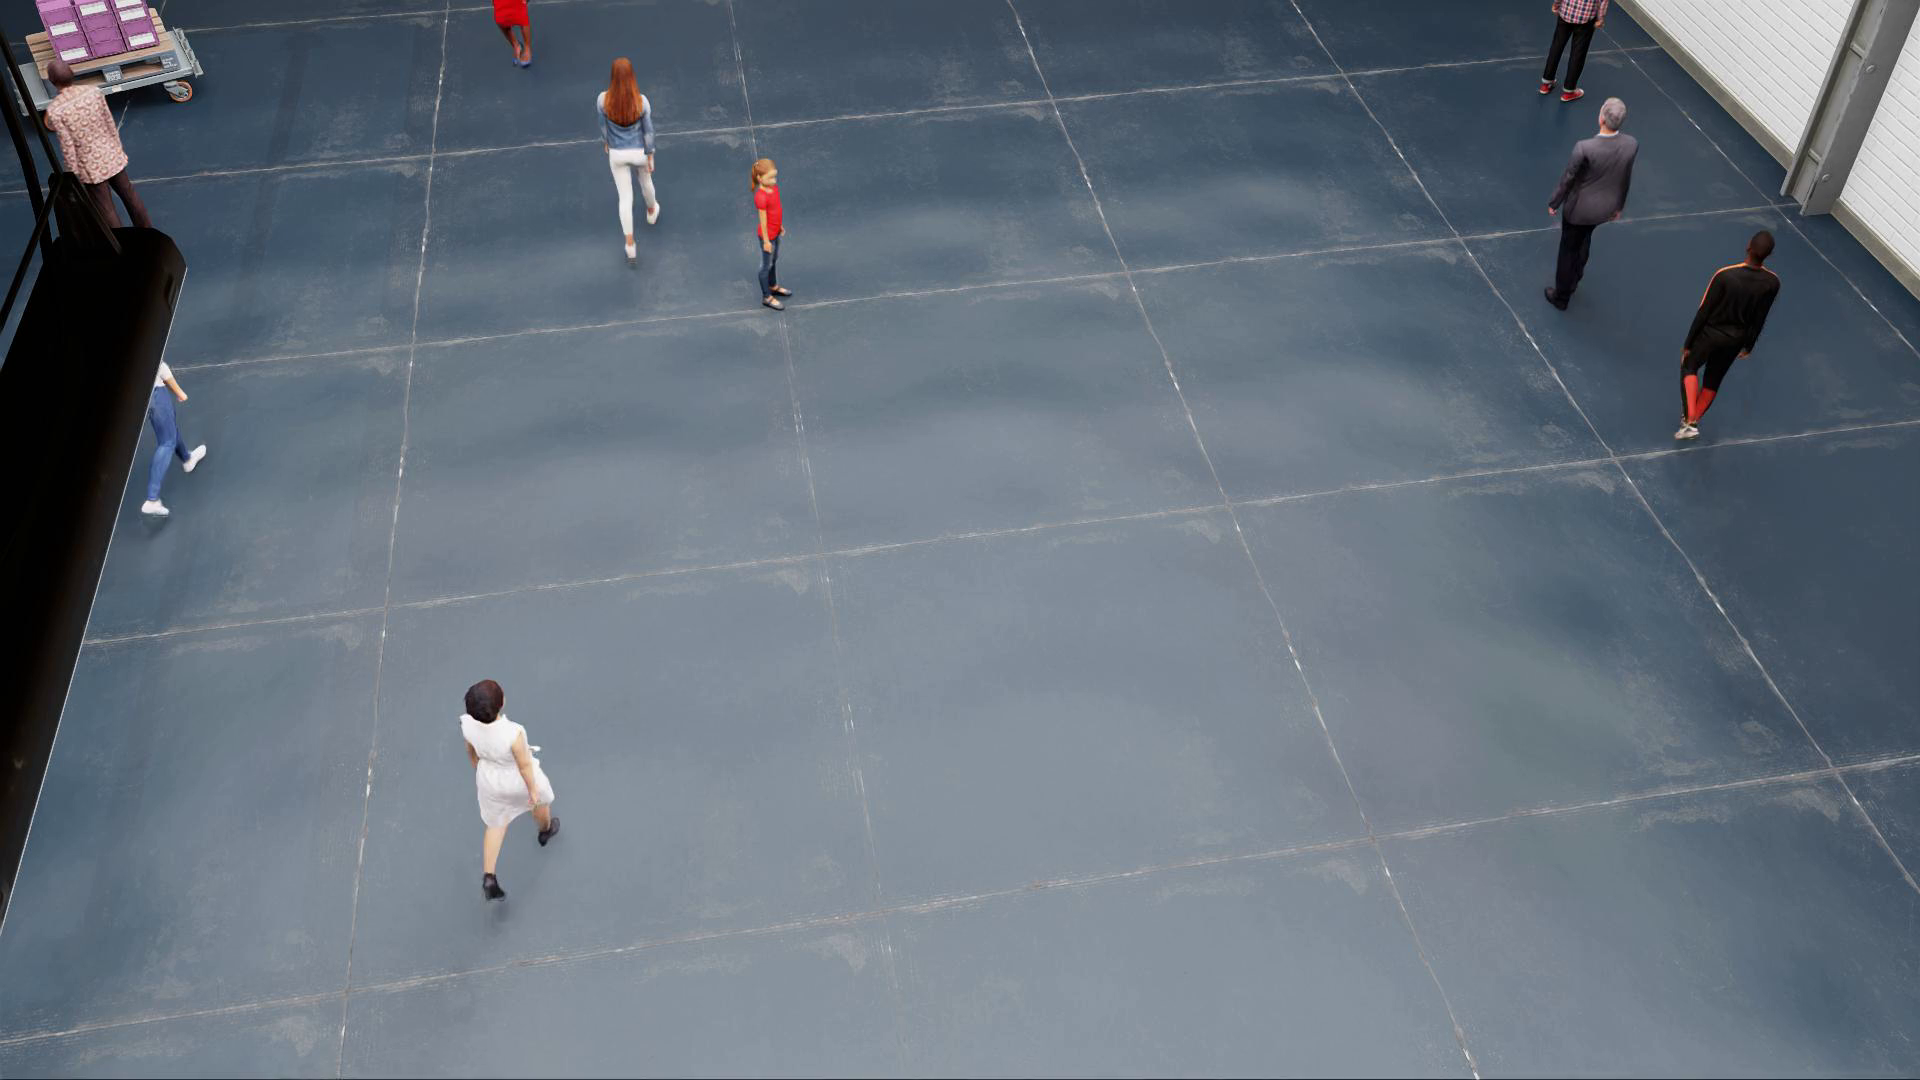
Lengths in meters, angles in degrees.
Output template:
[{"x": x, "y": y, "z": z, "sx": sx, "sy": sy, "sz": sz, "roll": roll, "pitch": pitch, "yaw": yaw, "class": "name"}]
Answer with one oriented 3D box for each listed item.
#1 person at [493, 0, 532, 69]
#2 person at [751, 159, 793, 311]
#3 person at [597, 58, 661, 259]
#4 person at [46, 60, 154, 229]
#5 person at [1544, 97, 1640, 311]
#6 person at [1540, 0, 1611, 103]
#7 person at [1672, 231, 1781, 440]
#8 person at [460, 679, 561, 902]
[{"x": -4.386, "y": -5.484, "z": 16.316, "sx": 0.696, "sy": 1.731, "sz": 0.721, "roll": 7, "pitch": 44, "yaw": 8, "class": "person"}, {"x": -1.554, "y": -2.505, "z": 13.495, "sx": 0.610, "sy": 1.310, "sz": 0.523, "roll": 12, "pitch": 45, "yaw": 12, "class": "person"}, {"x": -2.785, "y": -3.160, "z": 13.927, "sx": 0.680, "sy": 1.662, "sz": 1.123, "roll": -3, "pitch": 44, "yaw": -4, "class": "person"}, {"x": -7.150, "y": -3.141, "z": 13.802, "sx": 0.832, "sy": 1.808, "sz": 0.746, "roll": 20, "pitch": 47, "yaw": 20, "class": "person"}, {"x": 5.045, "y": -2.622, "z": 13.248, "sx": 0.732, "sy": 1.821, "sz": 0.633, "roll": -7, "pitch": 44, "yaw": -7, "class": "person"}, {"x": 5.902, "y": -5.058, "z": 15.848, "sx": 0.746, "sy": 1.760, "sz": 0.846, "roll": 34, "pitch": 53, "yaw": 31, "class": "person"}, {"x": 5.487, "y": -1.400, "z": 11.985, "sx": 0.798, "sy": 1.792, "sz": 0.919, "roll": 8, "pitch": 44, "yaw": 8, "class": "person"}, {"x": -2.545, "y": 1.390, "z": 9.246, "sx": 0.799, "sy": 1.532, "sz": 1.040, "roll": 10, "pitch": 44, "yaw": 10, "class": "person"}]
